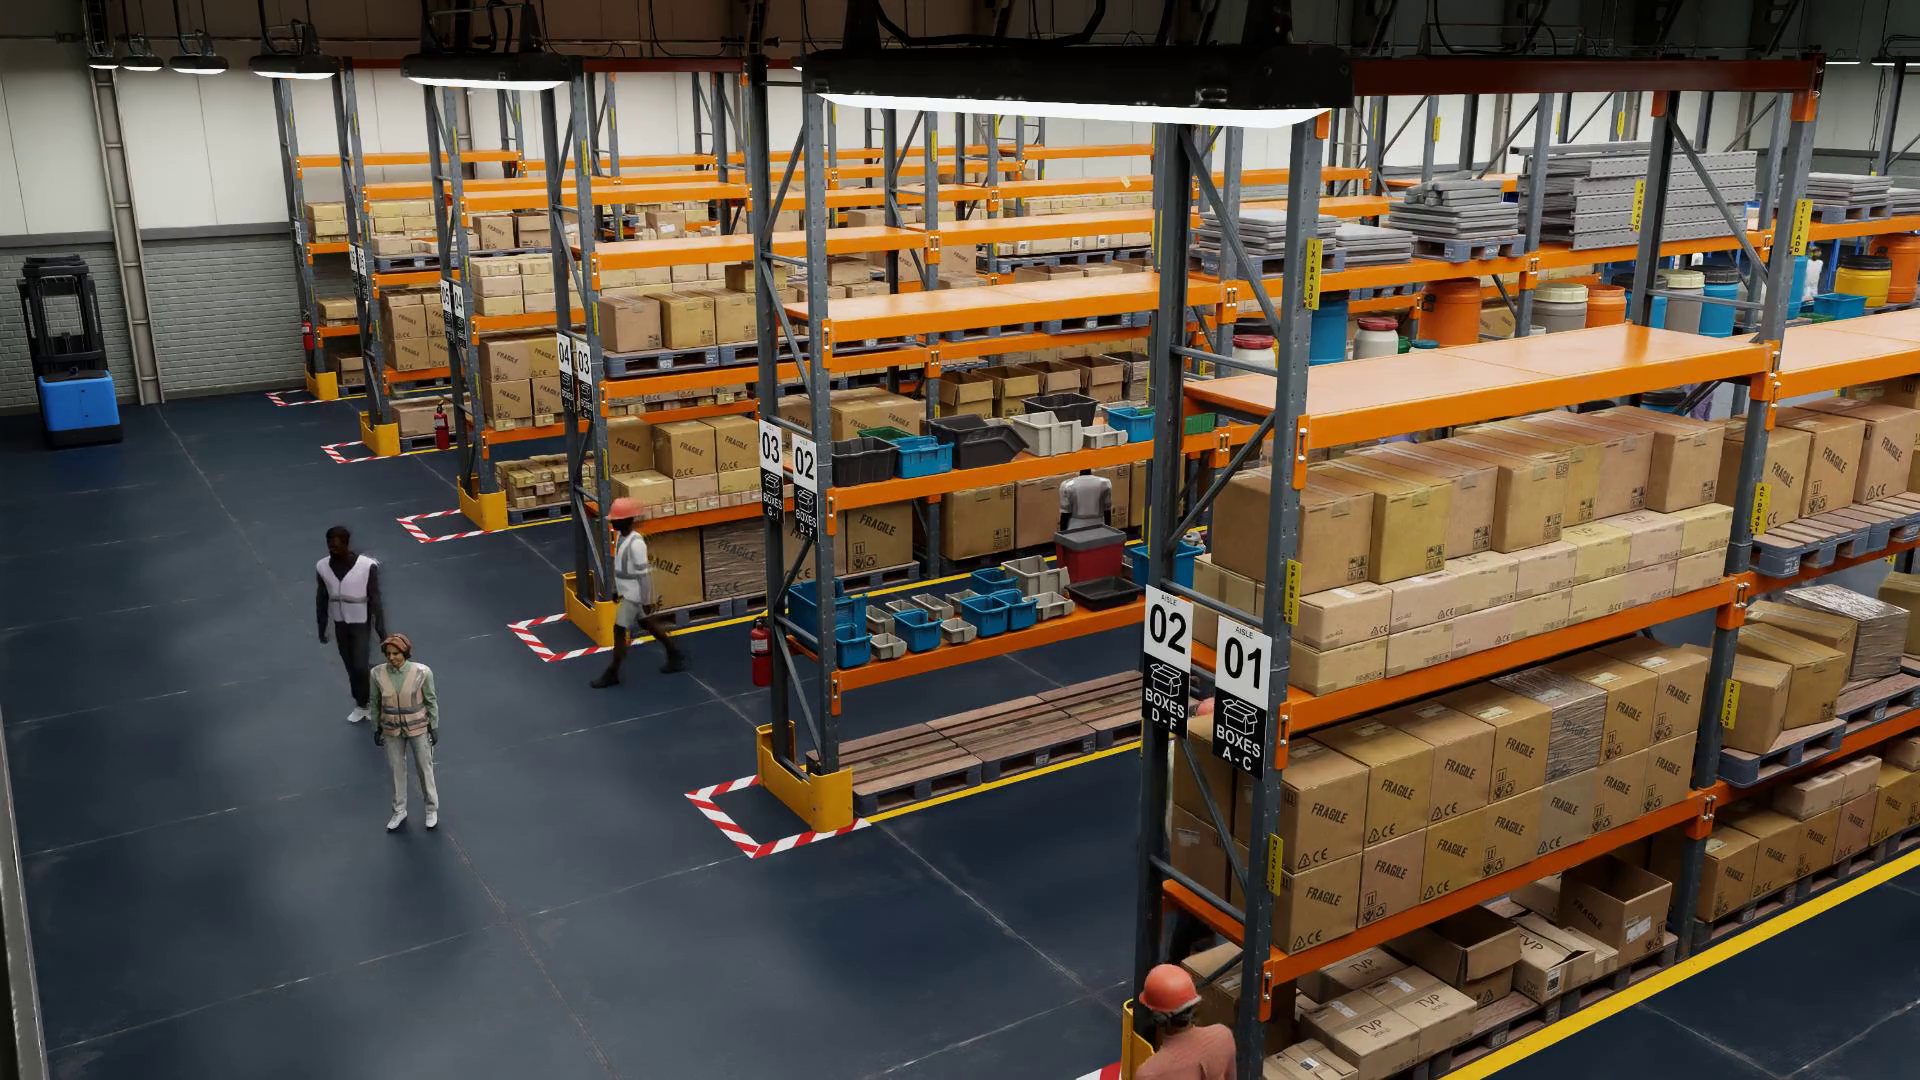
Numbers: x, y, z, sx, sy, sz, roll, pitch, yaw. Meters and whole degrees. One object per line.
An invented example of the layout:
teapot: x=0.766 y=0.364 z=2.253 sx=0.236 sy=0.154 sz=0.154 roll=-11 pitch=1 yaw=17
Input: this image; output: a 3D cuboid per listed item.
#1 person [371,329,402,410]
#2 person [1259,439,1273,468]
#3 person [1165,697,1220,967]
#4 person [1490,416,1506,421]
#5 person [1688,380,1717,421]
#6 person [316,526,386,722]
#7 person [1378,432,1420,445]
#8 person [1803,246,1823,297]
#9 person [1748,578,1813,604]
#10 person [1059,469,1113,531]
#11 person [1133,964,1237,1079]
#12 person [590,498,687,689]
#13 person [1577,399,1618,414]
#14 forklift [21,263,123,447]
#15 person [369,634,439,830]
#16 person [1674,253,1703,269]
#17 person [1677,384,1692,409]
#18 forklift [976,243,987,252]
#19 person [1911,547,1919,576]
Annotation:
person: x=-9.587 y=-2.750 z=26.379 sx=0.508 sy=1.815 sz=0.986 roll=16 pitch=23 yaw=41
person: x=3.959 y=-0.820 z=19.841 sx=0.375 sy=1.924 sz=0.585 roll=-11 pitch=20 yaw=-31
person: x=1.693 y=1.963 z=10.652 sx=0.828 sy=1.959 sz=0.637 roll=-13 pitch=21 yaw=-37
person: x=6.878 y=-0.912 z=20.415 sx=0.323 sy=1.767 sz=0.526 roll=-11 pitch=20 yaw=-33
person: x=11.531 y=-2.259 z=24.600 sx=0.643 sy=1.905 sz=0.400 roll=-14 pitch=22 yaw=-37
person: x=-5.651 y=0.781 z=14.636 sx=0.624 sy=1.900 sz=0.467 roll=3 pitch=17 yaw=10
person: x=5.692 y=-1.031 z=20.540 sx=0.541 sy=1.930 sz=0.385 roll=0 pitch=17 yaw=1
person: x=19.651 y=-5.872 z=36.526 sx=0.518 sy=1.856 sz=0.498 roll=-2 pitch=17 yaw=-8
person: x=8.210 y=0.495 z=15.738 sx=0.653 sy=1.805 sz=0.602 roll=-8 pitch=19 yaw=-25
person: x=1.374 y=-0.085 z=17.362 sx=0.603 sy=1.966 sz=0.368 roll=-3 pitch=17 yaw=-10
person: x=0.992 y=2.906 z=7.602 sx=0.629 sy=1.933 sz=1.031 roll=-13 pitch=21 yaw=-37
person: x=-3.207 y=0.484 z=15.638 sx=0.990 sy=1.903 sz=0.555 roll=-8 pitch=19 yaw=-24
person: x=8.706 y=-1.310 z=21.404 sx=0.932 sy=1.954 sz=0.633 roll=-7 pitch=18 yaw=-21
forklift: x=-14.518 y=-3.079 z=25.708 sx=1.129 sy=2.768 sz=1.873 roll=-10 pitch=20 yaw=-31
person: x=-4.432 y=1.527 z=12.629 sx=0.525 sy=1.639 sz=0.307 roll=-1 pitch=17 yaw=-3
person: x=16.982 y=-6.085 z=36.908 sx=0.610 sy=2.040 sz=0.394 roll=7 pitch=18 yaw=22
person: x=10.903 y=-2.174 z=24.309 sx=0.640 sy=1.927 sz=0.389 roll=7 pitch=18 yaw=22
forklift: x=0.988 y=-5.474 z=34.718 sx=1.214 sy=2.155 sz=2.313 roll=-10 pitch=20 yaw=-31
person: x=9.854 y=0.458 z=15.871 sx=0.883 sy=1.794 sz=0.599 roll=-9 pitch=19 yaw=-28
